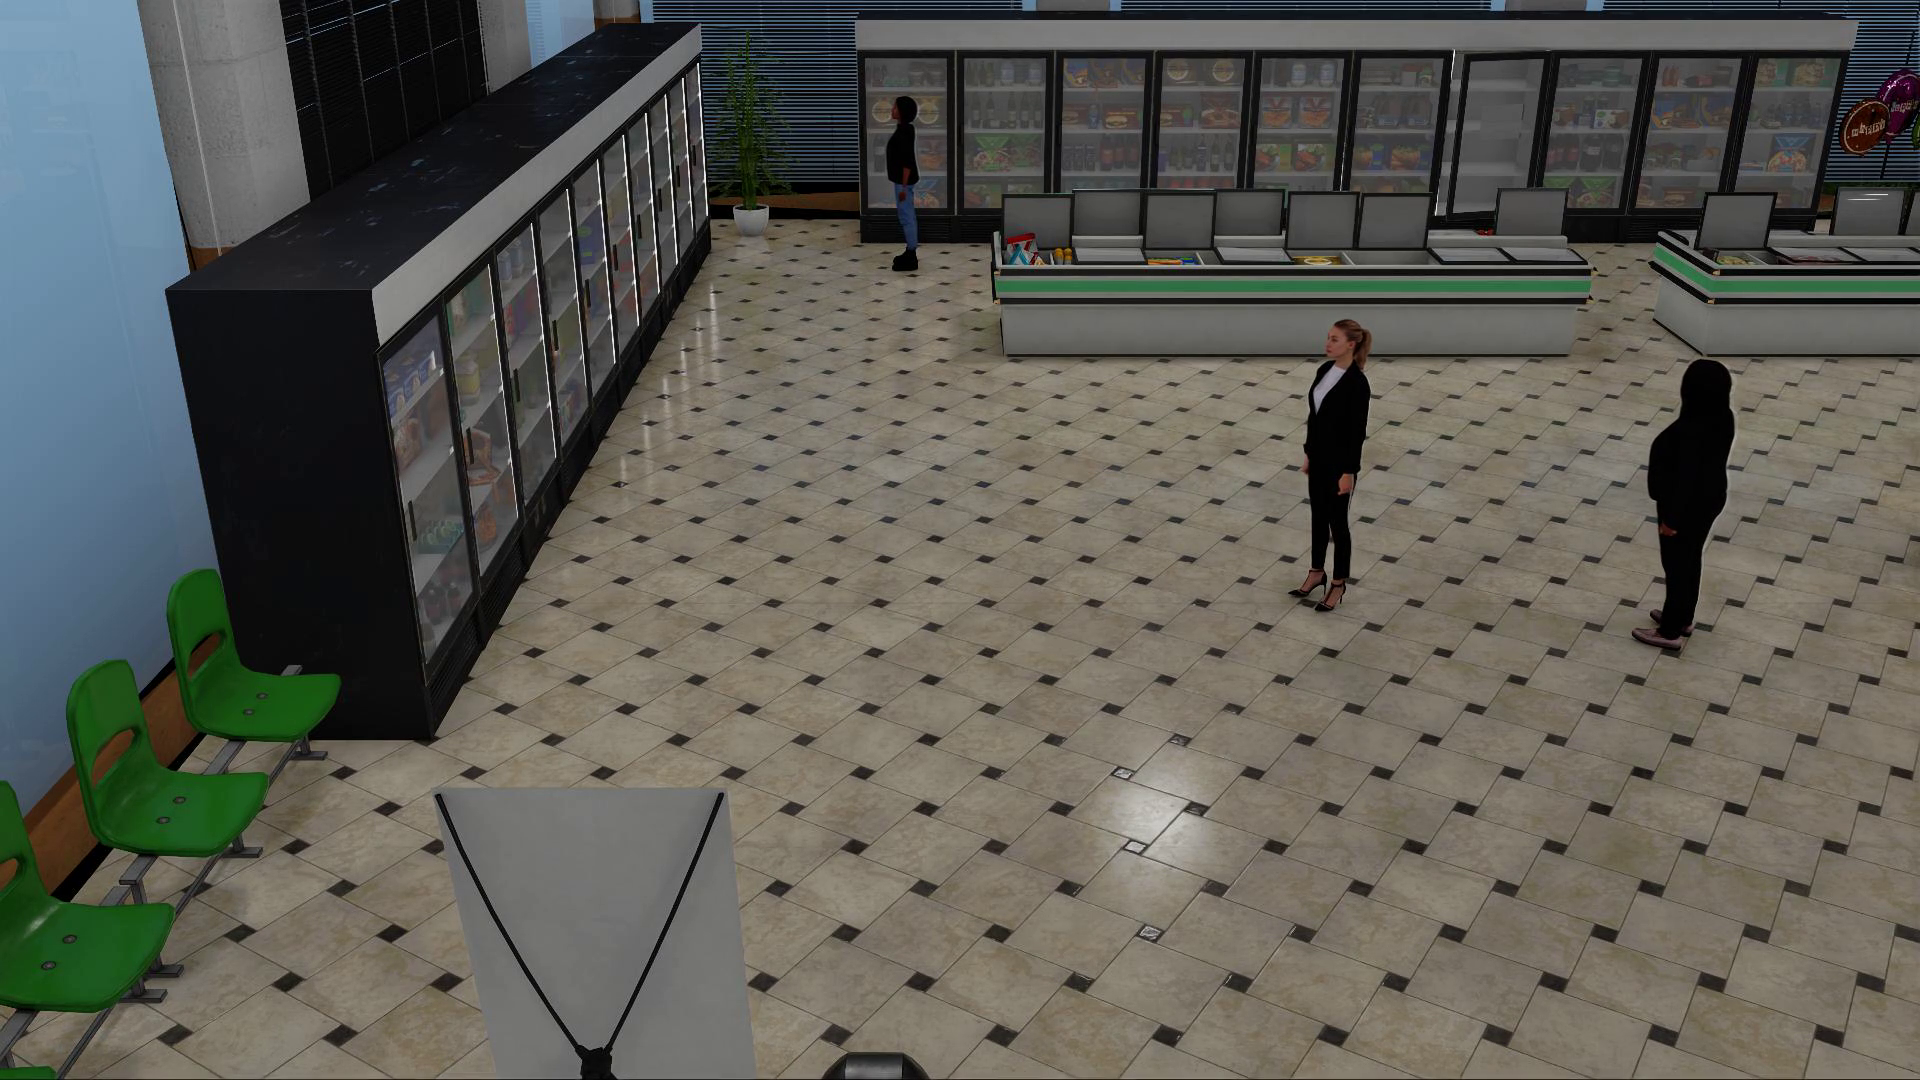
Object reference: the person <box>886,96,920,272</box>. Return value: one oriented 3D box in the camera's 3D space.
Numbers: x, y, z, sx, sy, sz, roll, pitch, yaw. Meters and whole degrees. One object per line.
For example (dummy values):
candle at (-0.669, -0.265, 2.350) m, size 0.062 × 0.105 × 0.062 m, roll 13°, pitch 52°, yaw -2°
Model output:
person at (-0.543, -3.548, 16.552) m, size 0.531 × 1.700 × 0.569 m, roll 1°, pitch 24°, yaw 2°

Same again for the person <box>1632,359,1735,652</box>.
person at (3.946, -0.193, 8.990) m, size 0.823 × 1.616 × 0.773 m, roll 19°, pitch 30°, yaw 37°

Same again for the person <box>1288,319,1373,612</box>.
person at (2.114, -0.422, 9.402) m, size 0.687 × 1.706 × 0.688 m, roll -11°, pitch 26°, yaw -24°
